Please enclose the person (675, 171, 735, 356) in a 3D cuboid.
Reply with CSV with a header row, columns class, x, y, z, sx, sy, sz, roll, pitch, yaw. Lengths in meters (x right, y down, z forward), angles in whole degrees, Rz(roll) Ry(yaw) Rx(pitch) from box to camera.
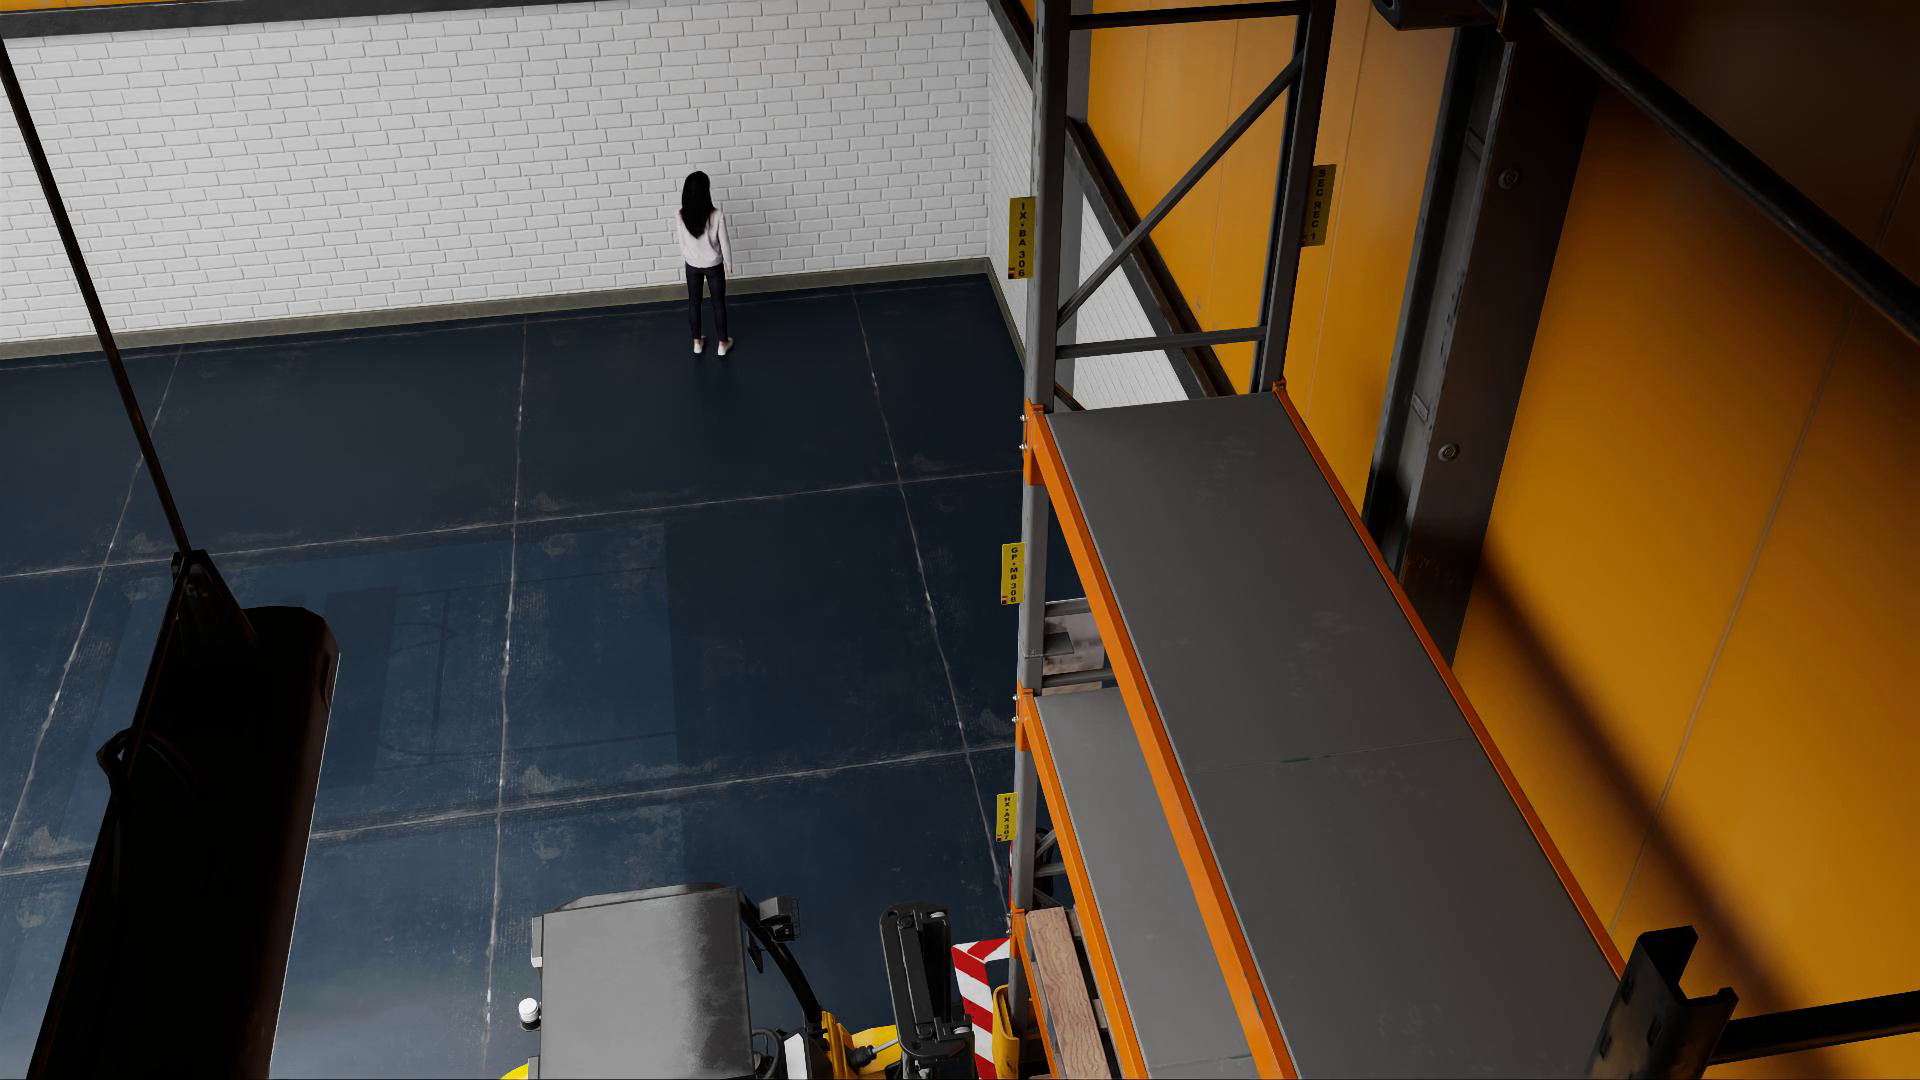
class,x,y,z,sx,sy,sz,roll,pitch,yaw
person,-2.194,-2.364,14.236,0.667,1.701,0.642,5,39,6
